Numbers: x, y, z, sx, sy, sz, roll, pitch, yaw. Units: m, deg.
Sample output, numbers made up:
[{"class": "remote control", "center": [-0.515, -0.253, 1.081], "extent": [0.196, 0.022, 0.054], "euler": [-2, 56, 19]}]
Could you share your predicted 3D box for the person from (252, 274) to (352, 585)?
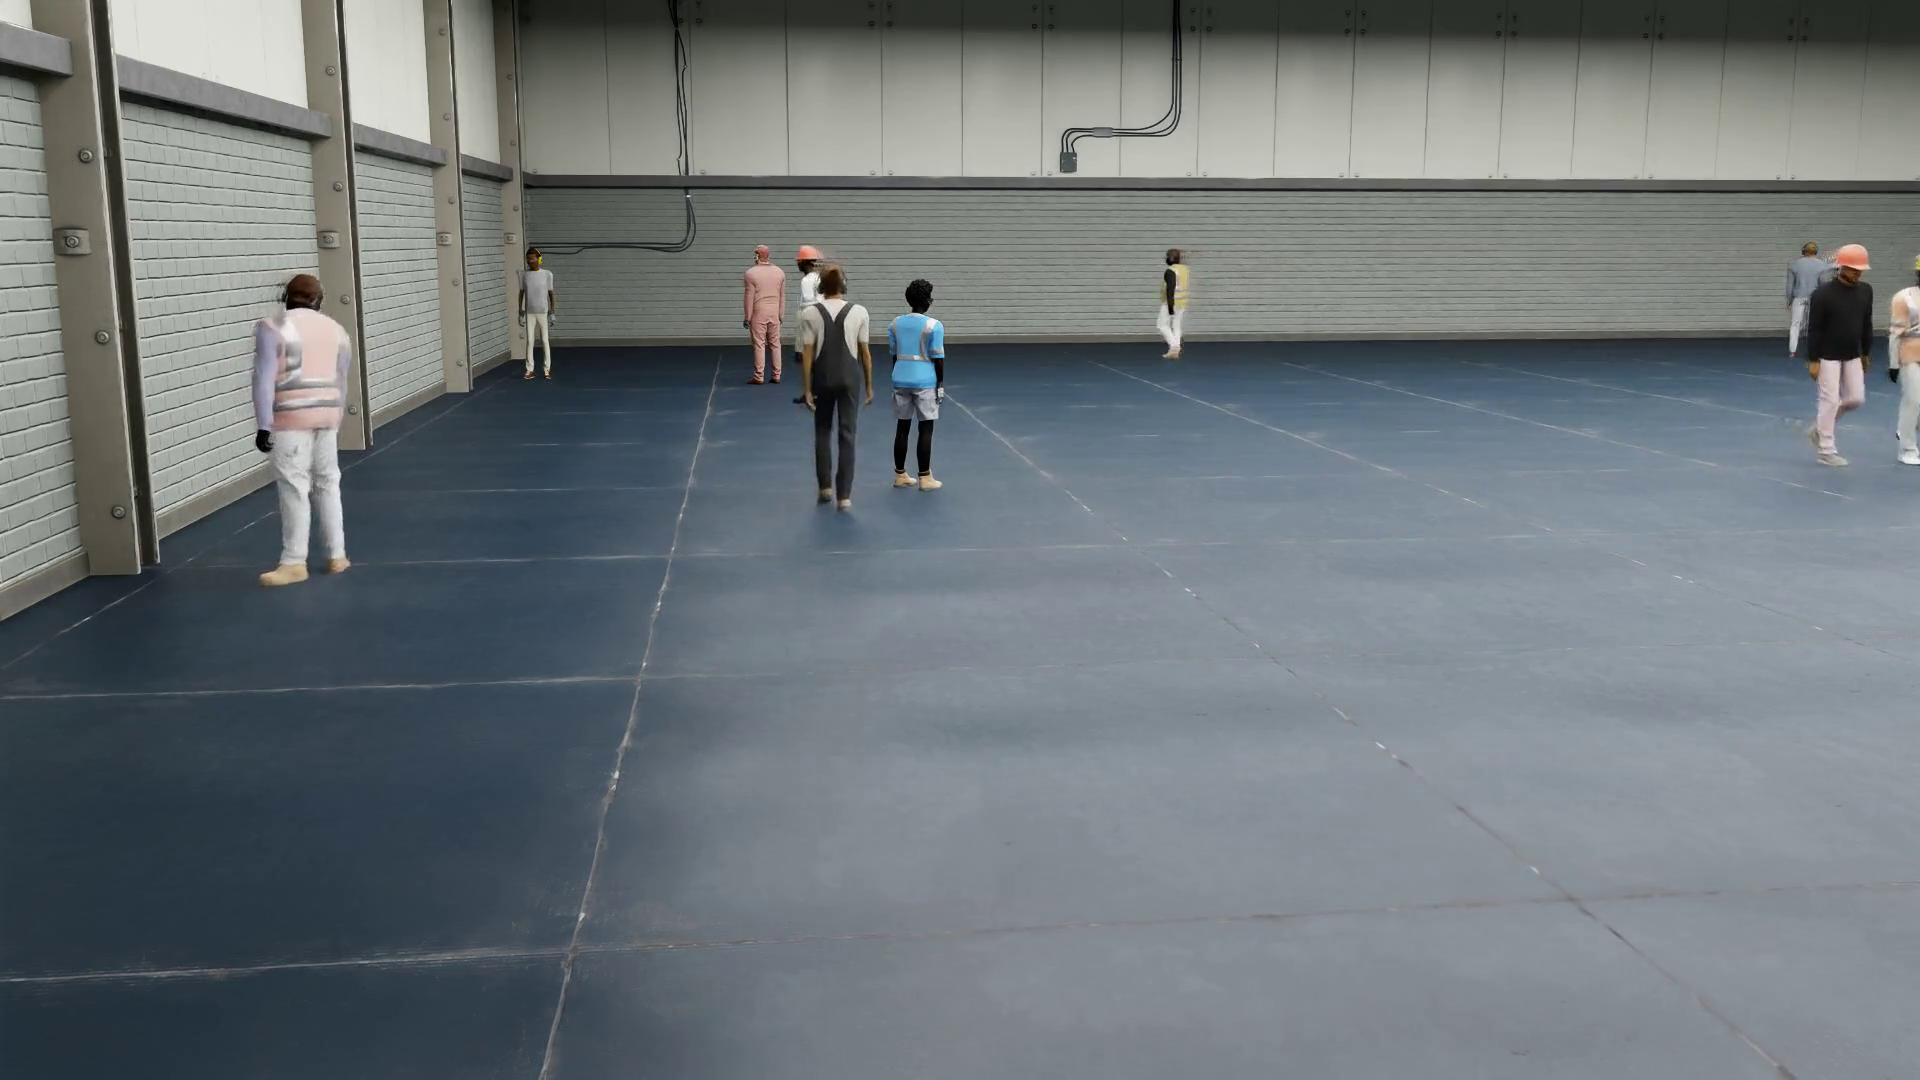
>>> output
[{"class": "person", "center": [-3.950, -0.661, 9.876], "extent": [0.433, 1.810, 0.754], "euler": [5, 12, 27]}]

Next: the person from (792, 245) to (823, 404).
[{"class": "person", "center": [-1.767, -2.588, 20.083], "extent": [0.516, 1.921, 0.551], "euler": [3, 11, 15]}]

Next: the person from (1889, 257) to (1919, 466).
[{"class": "person", "center": [8.547, -1.620, 14.802], "extent": [0.600, 1.909, 0.454], "euler": [0, 10, -2]}]

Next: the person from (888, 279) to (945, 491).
[{"class": "person", "center": [-0.341, -1.240, 13.336], "extent": [0.530, 1.689, 0.321], "euler": [7, 12, 33]}]

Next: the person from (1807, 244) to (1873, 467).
[{"class": "person", "center": [7.753, -1.625, 14.707], "extent": [0.649, 1.956, 0.613], "euler": [-2, 11, -12]}]

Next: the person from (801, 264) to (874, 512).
[{"class": "person", "center": [-0.913, -1.148, 12.462], "extent": [0.534, 1.817, 0.731], "euler": [-1, 10, -3]}]

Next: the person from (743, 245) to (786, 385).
[{"class": "person", "center": [-2.705, -3.088, 22.856], "extent": [0.642, 1.913, 0.409], "euler": [-9, 13, -39]}]

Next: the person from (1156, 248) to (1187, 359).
[{"class": "person", "center": [3.519, -3.912, 27.598], "extent": [0.452, 1.825, 0.638], "euler": [7, 12, 33]}]

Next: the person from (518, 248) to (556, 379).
[{"class": "person", "center": [-6.049, -3.231, 23.770], "extent": [0.521, 1.865, 0.319], "euler": [-1, 10, -4]}]

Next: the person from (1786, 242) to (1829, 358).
[{"class": "person", "center": [14.225, -4.034, 27.967], "extent": [0.630, 1.940, 0.372], "euler": [7, 13, 34]}]
